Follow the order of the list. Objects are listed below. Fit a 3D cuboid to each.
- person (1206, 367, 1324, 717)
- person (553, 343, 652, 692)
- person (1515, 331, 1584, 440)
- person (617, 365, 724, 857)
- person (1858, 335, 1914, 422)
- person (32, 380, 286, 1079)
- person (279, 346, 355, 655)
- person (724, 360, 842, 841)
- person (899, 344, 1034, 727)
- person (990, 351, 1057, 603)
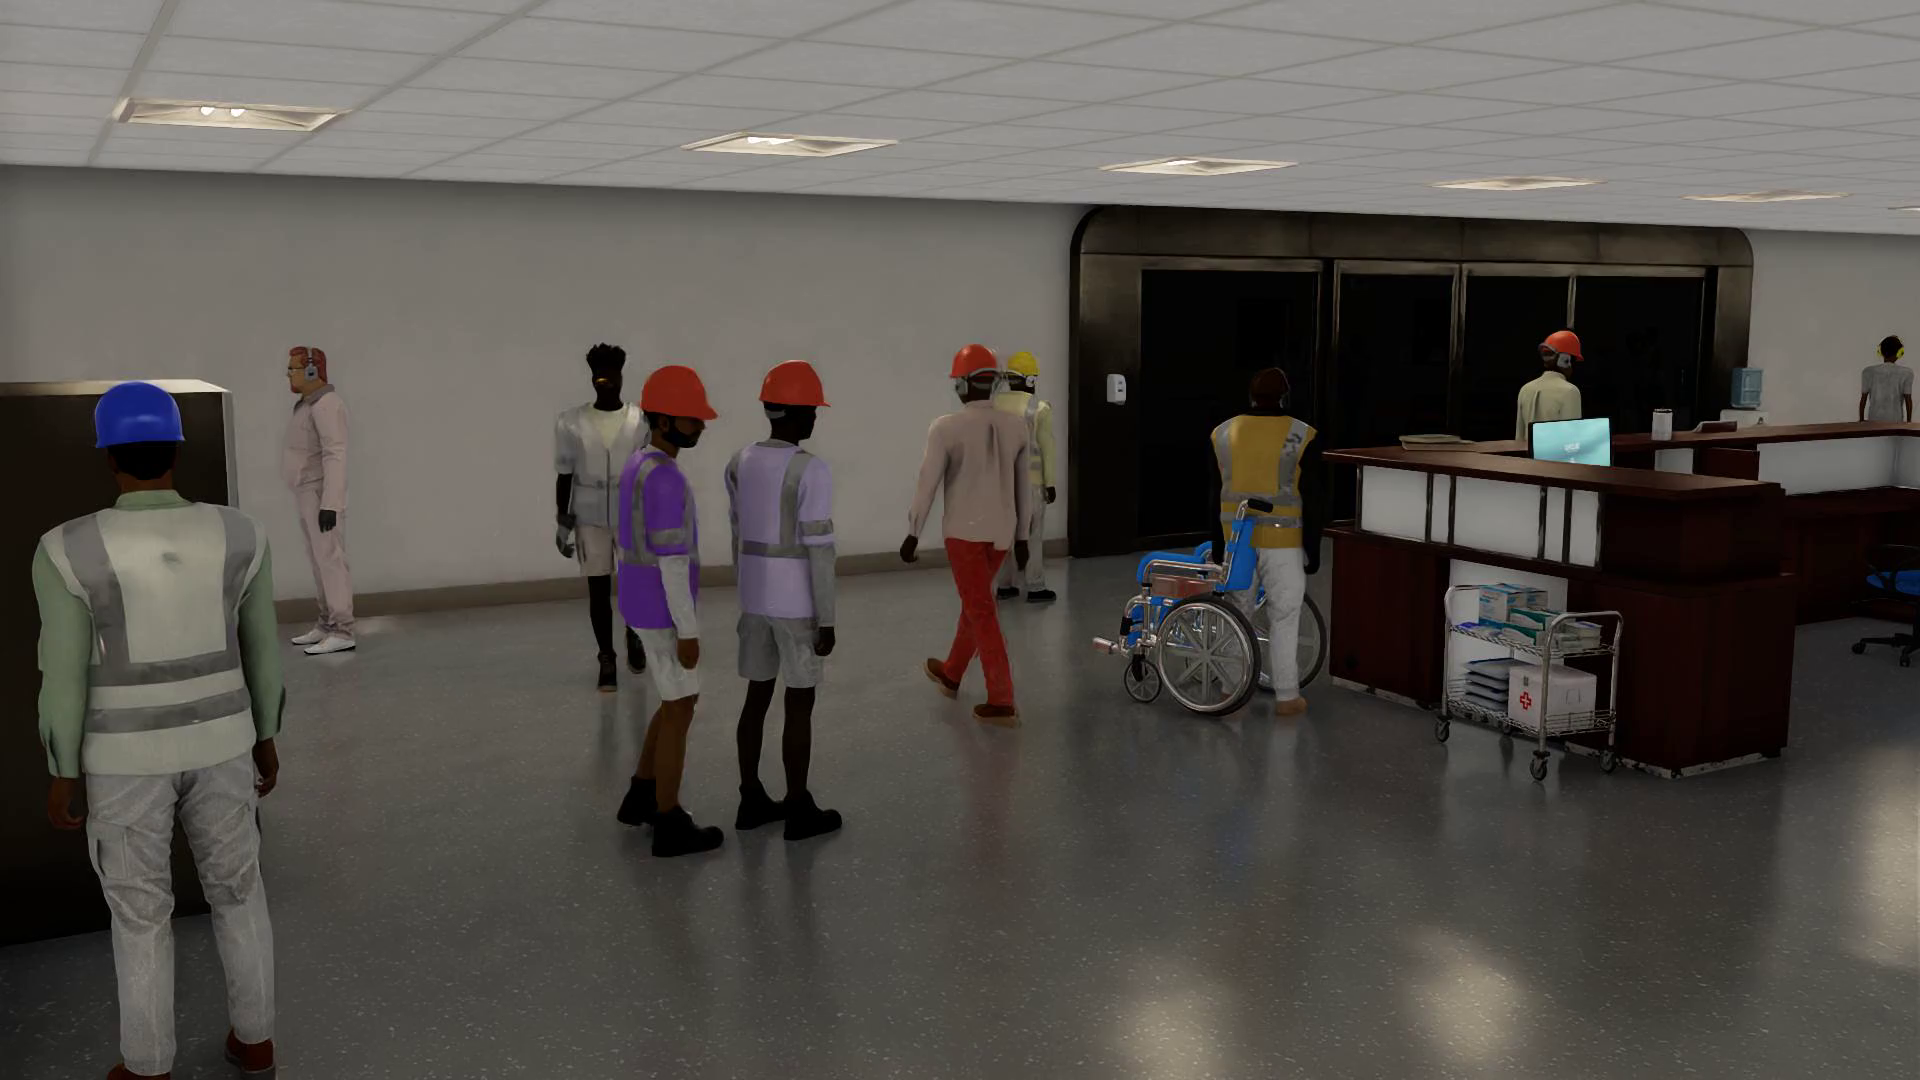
[{"bbox_3d":[1.610,0.009,8.779,0.633,1.836,0.429,5,9,30],"label":"person"},{"bbox_3d":[-1.960,-0.130,9.331,0.614,1.949,0.457,-1,8,-9],"label":"person"},{"bbox_3d":[4.145,-0.464,11.629,0.394,1.985,0.608,-3,8,-19],"label":"person"},{"bbox_3d":[-1.143,0.273,6.544,0.400,1.918,0.573,-3,8,-20],"label":"person"},{"bbox_3d":[9.602,-1.183,17.258,0.528,1.871,0.323,6,10,38],"label":"person"},{"bbox_3d":[-2.123,0.549,4.446,0.615,1.942,0.407,-8,11,-44],"label":"person"},{"bbox_3d":[-4.013,-0.249,10.359,0.405,1.906,0.652,-5,9,-31],"label":"person"},{"bbox_3d":[-0.695,0.245,6.716,0.545,1.933,0.385,6,10,37],"label":"person"},{"bbox_3d":[0.024,-0.046,8.737,0.628,1.940,0.998,-6,10,-36],"label":"person"},{"bbox_3d":[0.455,-0.455,12.119,0.590,1.833,0.404,5,9,34],"label":"person"}]
